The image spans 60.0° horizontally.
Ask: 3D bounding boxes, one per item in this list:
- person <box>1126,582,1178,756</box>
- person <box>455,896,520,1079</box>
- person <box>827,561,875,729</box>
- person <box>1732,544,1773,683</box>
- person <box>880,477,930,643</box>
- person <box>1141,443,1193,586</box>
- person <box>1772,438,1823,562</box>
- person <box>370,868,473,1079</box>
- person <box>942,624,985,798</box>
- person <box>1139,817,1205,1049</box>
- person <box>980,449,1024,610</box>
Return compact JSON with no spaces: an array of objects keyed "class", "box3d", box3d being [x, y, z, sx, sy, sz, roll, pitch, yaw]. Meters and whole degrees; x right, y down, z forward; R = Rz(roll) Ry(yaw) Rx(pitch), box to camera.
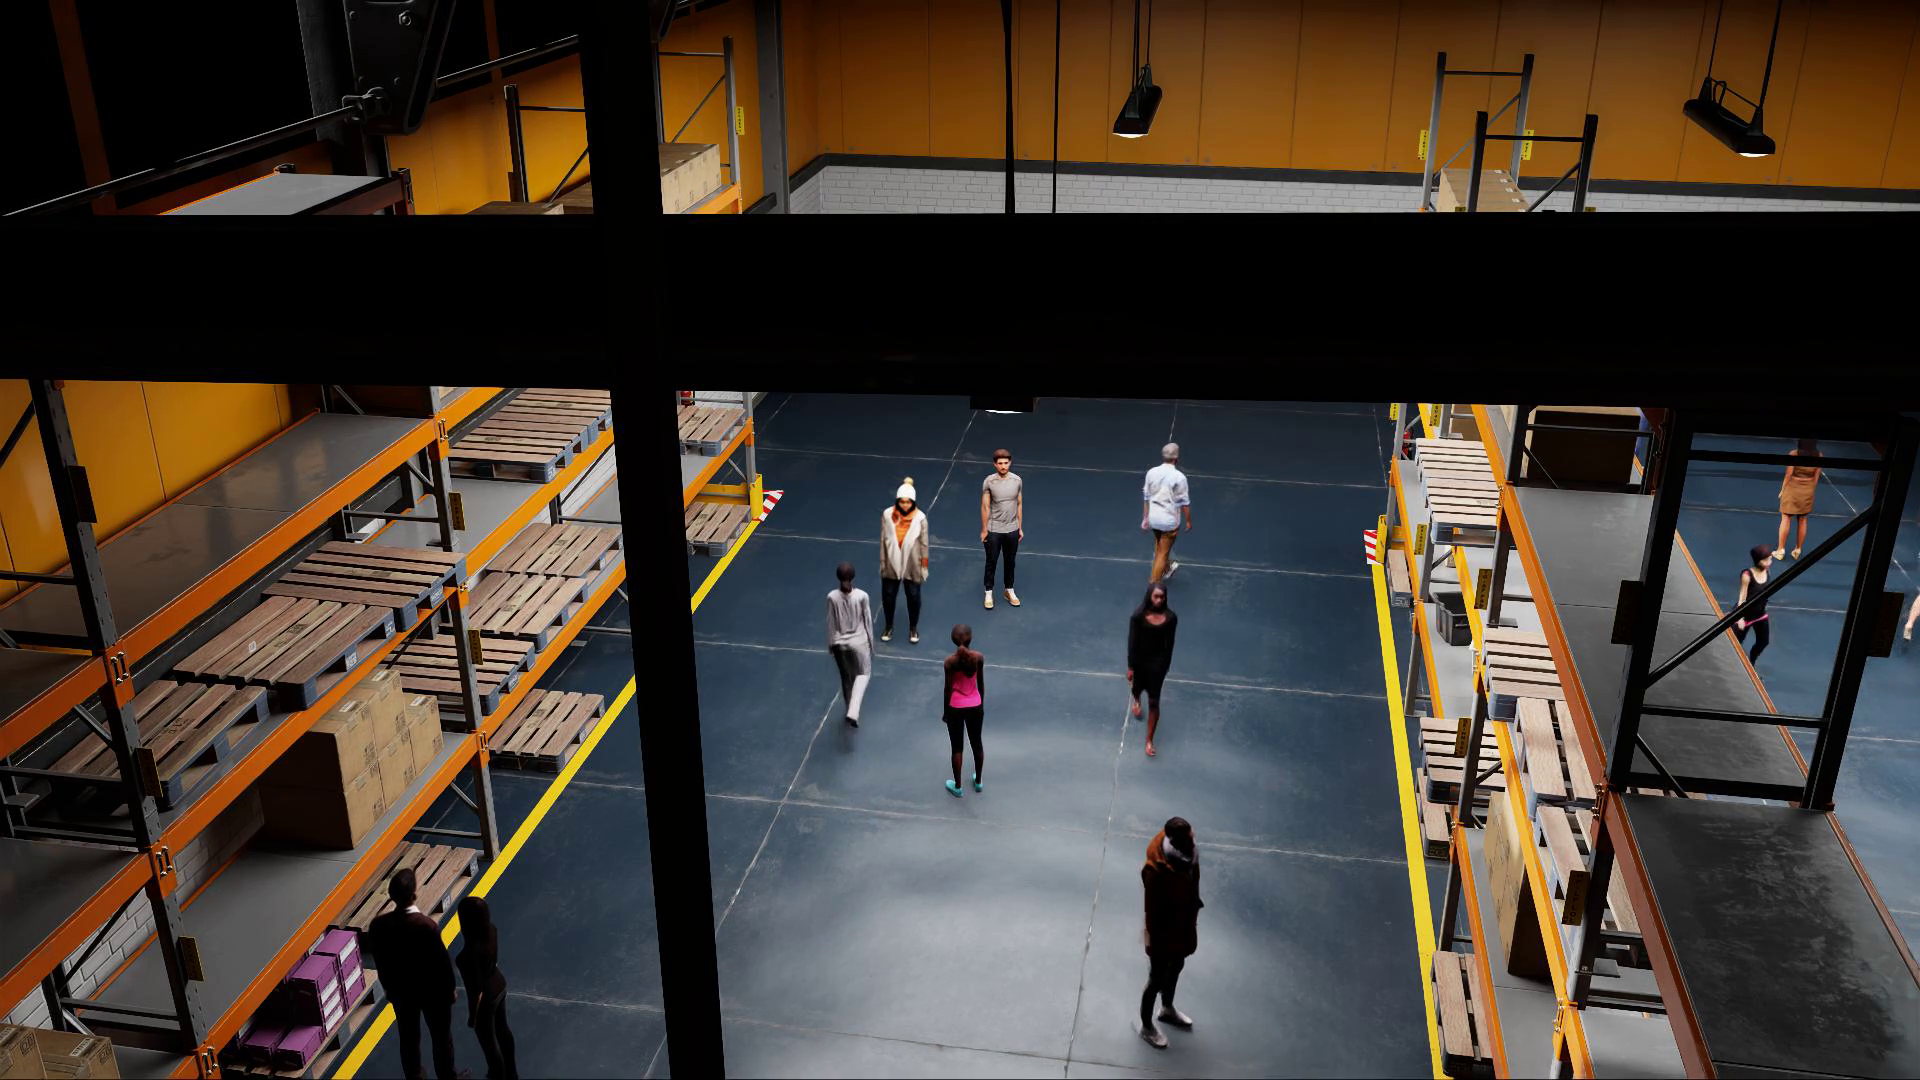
[{"class":"person","box3d":[1.823,1.170,16.154,0.745,1.687,1.187,1,24,3]},{"class":"person","box3d":[-3.294,3.185,11.601,0.649,1.642,0.436,3,24,7]},{"class":"person","box3d":[-1.080,1.065,16.307,0.605,1.757,0.845,3,24,7]},{"class":"person","box3d":[8.178,0.729,17.346,0.707,1.540,0.756,-11,26,-23]},{"class":"person","box3d":[-0.608,0.202,18.114,0.710,1.890,0.647,3,24,7]},{"class":"person","box3d":[2.312,-0.193,19.135,1.019,1.795,1.159,21,31,39]},{"class":"person","box3d":[10.134,-0.561,20.113,0.593,1.686,0.552,0,24,1]},{"class":"person","box3d":[-3.752,3.097,11.523,0.706,1.865,0.634,1,24,2]},{"class":"person","box3d":[0.045,1.549,15.238,0.652,1.726,0.682,-7,25,-16]},{"class":"person","box3d":[1.525,2.823,12.186,0.817,1.835,0.898,-22,32,-40]},{"class":"person","box3d":[0.476,-0.148,18.907,0.733,1.895,0.704,-5,24,-12]}]
